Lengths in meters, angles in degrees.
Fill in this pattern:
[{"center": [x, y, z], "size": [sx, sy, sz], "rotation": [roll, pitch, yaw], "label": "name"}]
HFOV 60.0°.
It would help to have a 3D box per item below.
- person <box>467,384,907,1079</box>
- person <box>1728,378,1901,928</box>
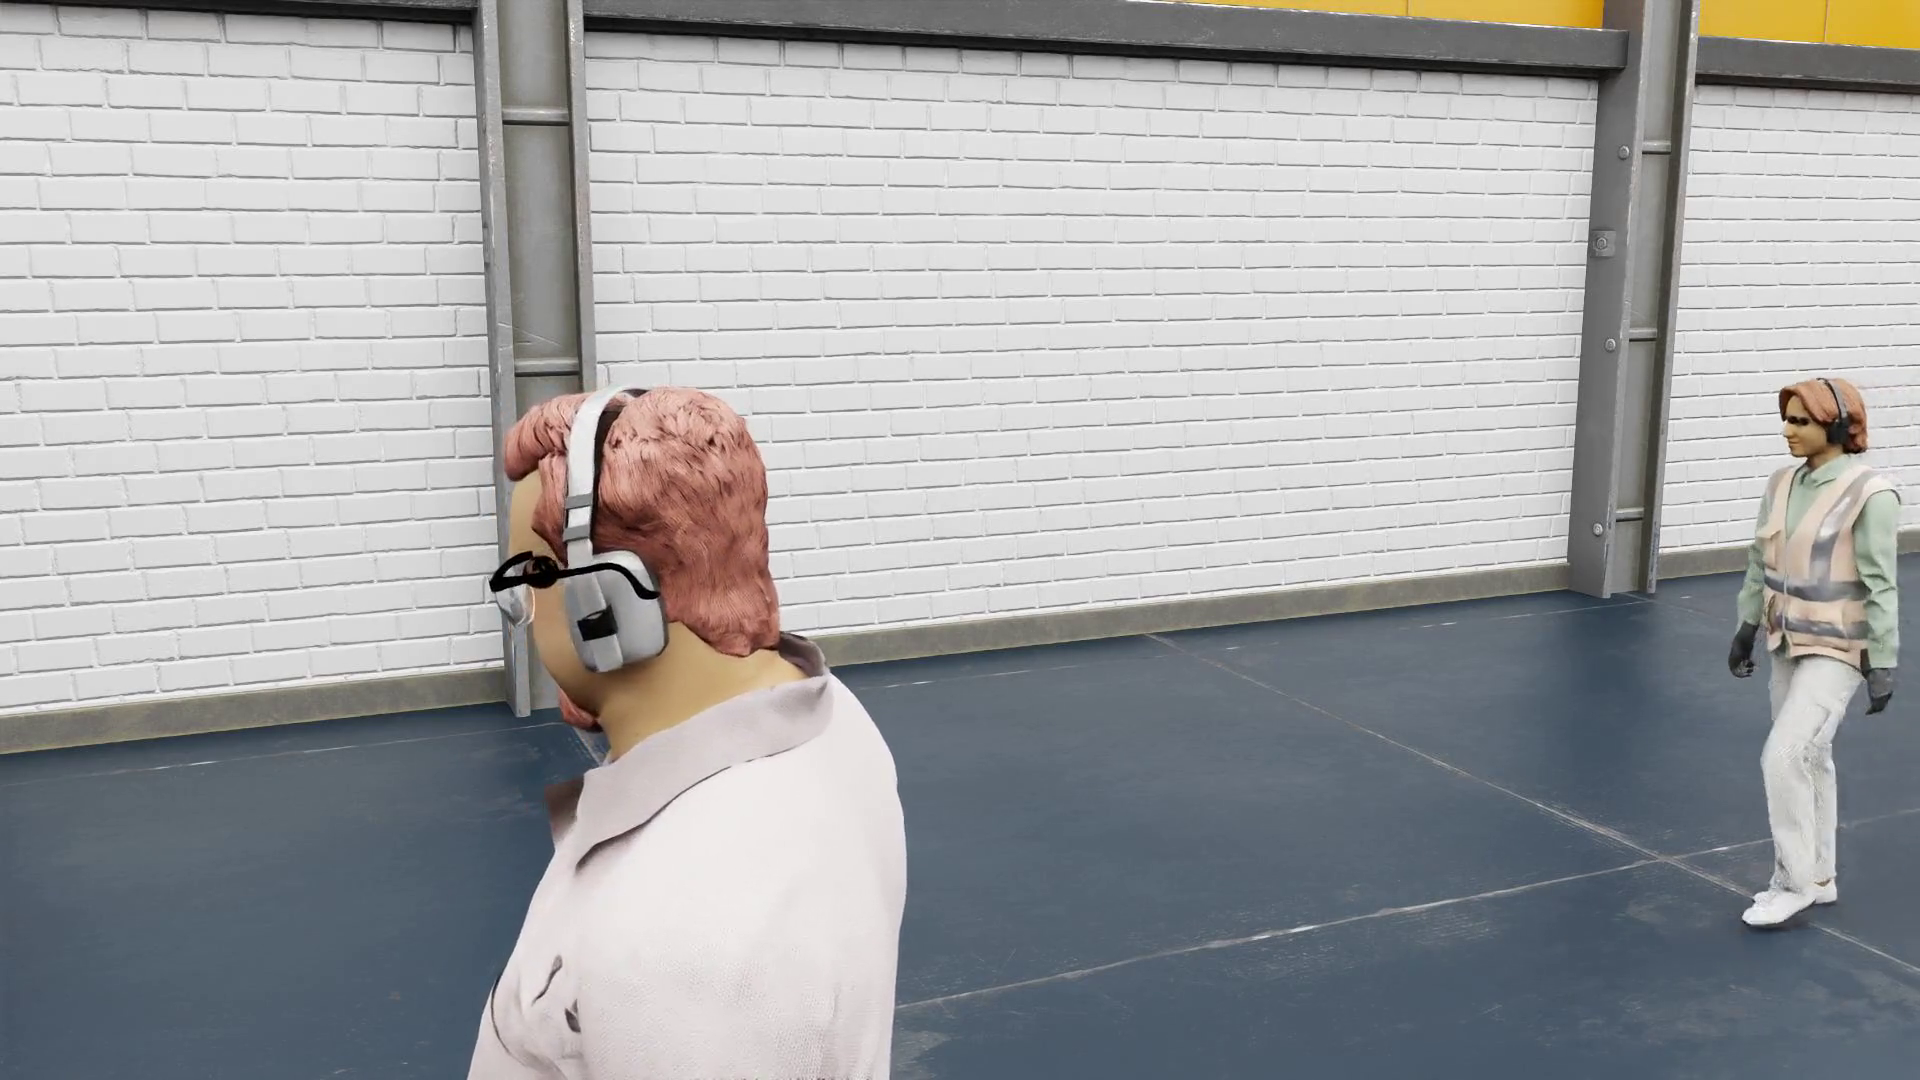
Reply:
[{"center": [-0.254, 0.807, 1.545], "size": [0.406, 1.902, 0.636], "rotation": [0, 10, 2], "label": "person"}, {"center": [2.442, 0.339, 4.880], "size": [0.541, 1.619, 0.550], "rotation": [-1, 10, -8], "label": "person"}]
